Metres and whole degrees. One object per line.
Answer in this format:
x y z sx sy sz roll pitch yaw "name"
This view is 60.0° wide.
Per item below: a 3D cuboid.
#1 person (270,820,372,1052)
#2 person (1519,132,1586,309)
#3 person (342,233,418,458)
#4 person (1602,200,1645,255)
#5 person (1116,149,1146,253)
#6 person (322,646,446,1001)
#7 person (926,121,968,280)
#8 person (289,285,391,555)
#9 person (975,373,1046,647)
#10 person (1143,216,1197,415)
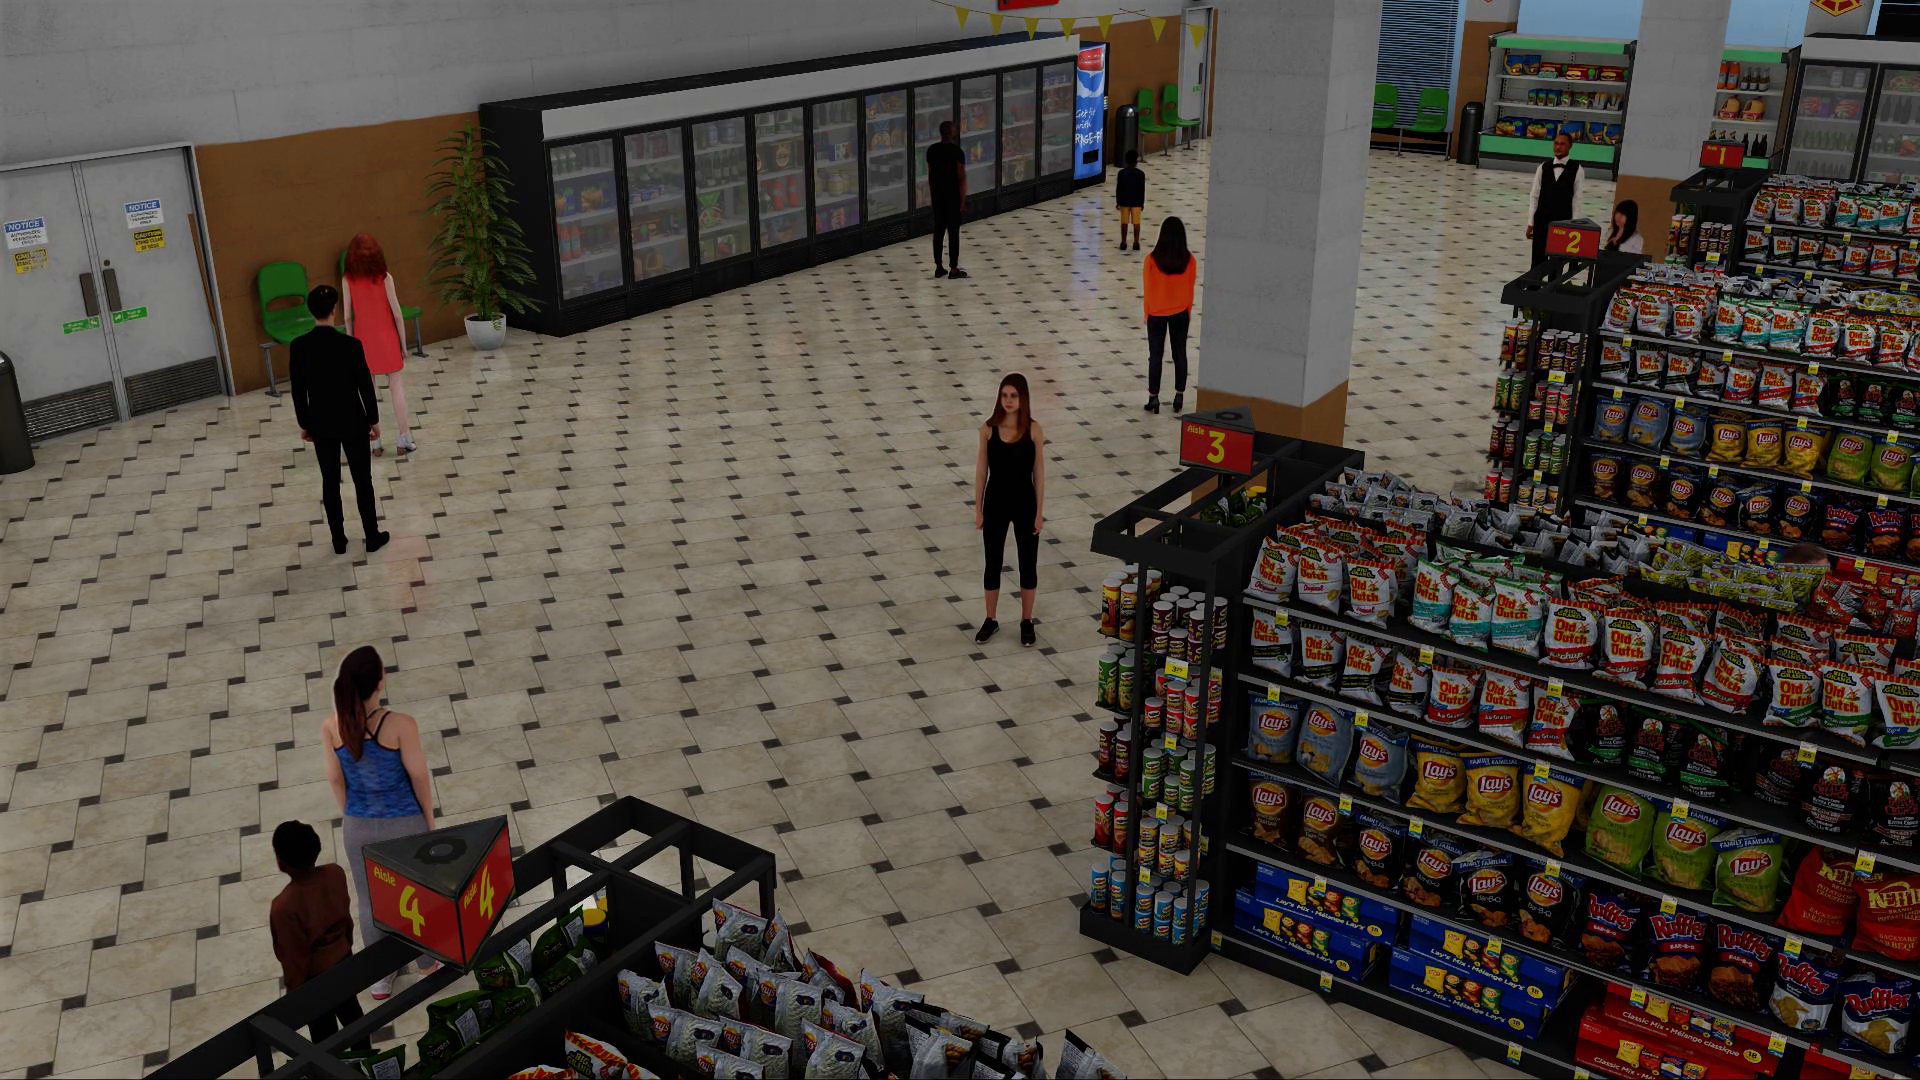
-2.427 1.616 6.313 0.536 1.253 0.565 8 23 18 "person"
6.429 -3.439 18.004 0.504 1.918 0.757 14 26 30 "person"
-4.738 -1.581 13.503 0.655 1.826 0.738 -2 22 -4 "person"
6.335 -2.436 15.899 0.786 1.625 0.697 -11 24 -25 "person"
2.149 -4.281 20.965 0.586 1.271 0.664 2 22 5 "person"
-2.390 1.182 6.916 0.641 1.610 0.720 0 22 -1 "person"
-0.156 -3.990 19.508 0.490 1.819 0.719 14 26 31 "person"
-4.317 -0.824 11.533 0.766 1.890 0.840 -3 22 -6 "person"
0.320 -0.188 10.170 0.582 1.726 0.702 4 22 9 "person"
1.828 -1.969 14.572 0.698 1.749 0.763 -3 22 -8 "person"
